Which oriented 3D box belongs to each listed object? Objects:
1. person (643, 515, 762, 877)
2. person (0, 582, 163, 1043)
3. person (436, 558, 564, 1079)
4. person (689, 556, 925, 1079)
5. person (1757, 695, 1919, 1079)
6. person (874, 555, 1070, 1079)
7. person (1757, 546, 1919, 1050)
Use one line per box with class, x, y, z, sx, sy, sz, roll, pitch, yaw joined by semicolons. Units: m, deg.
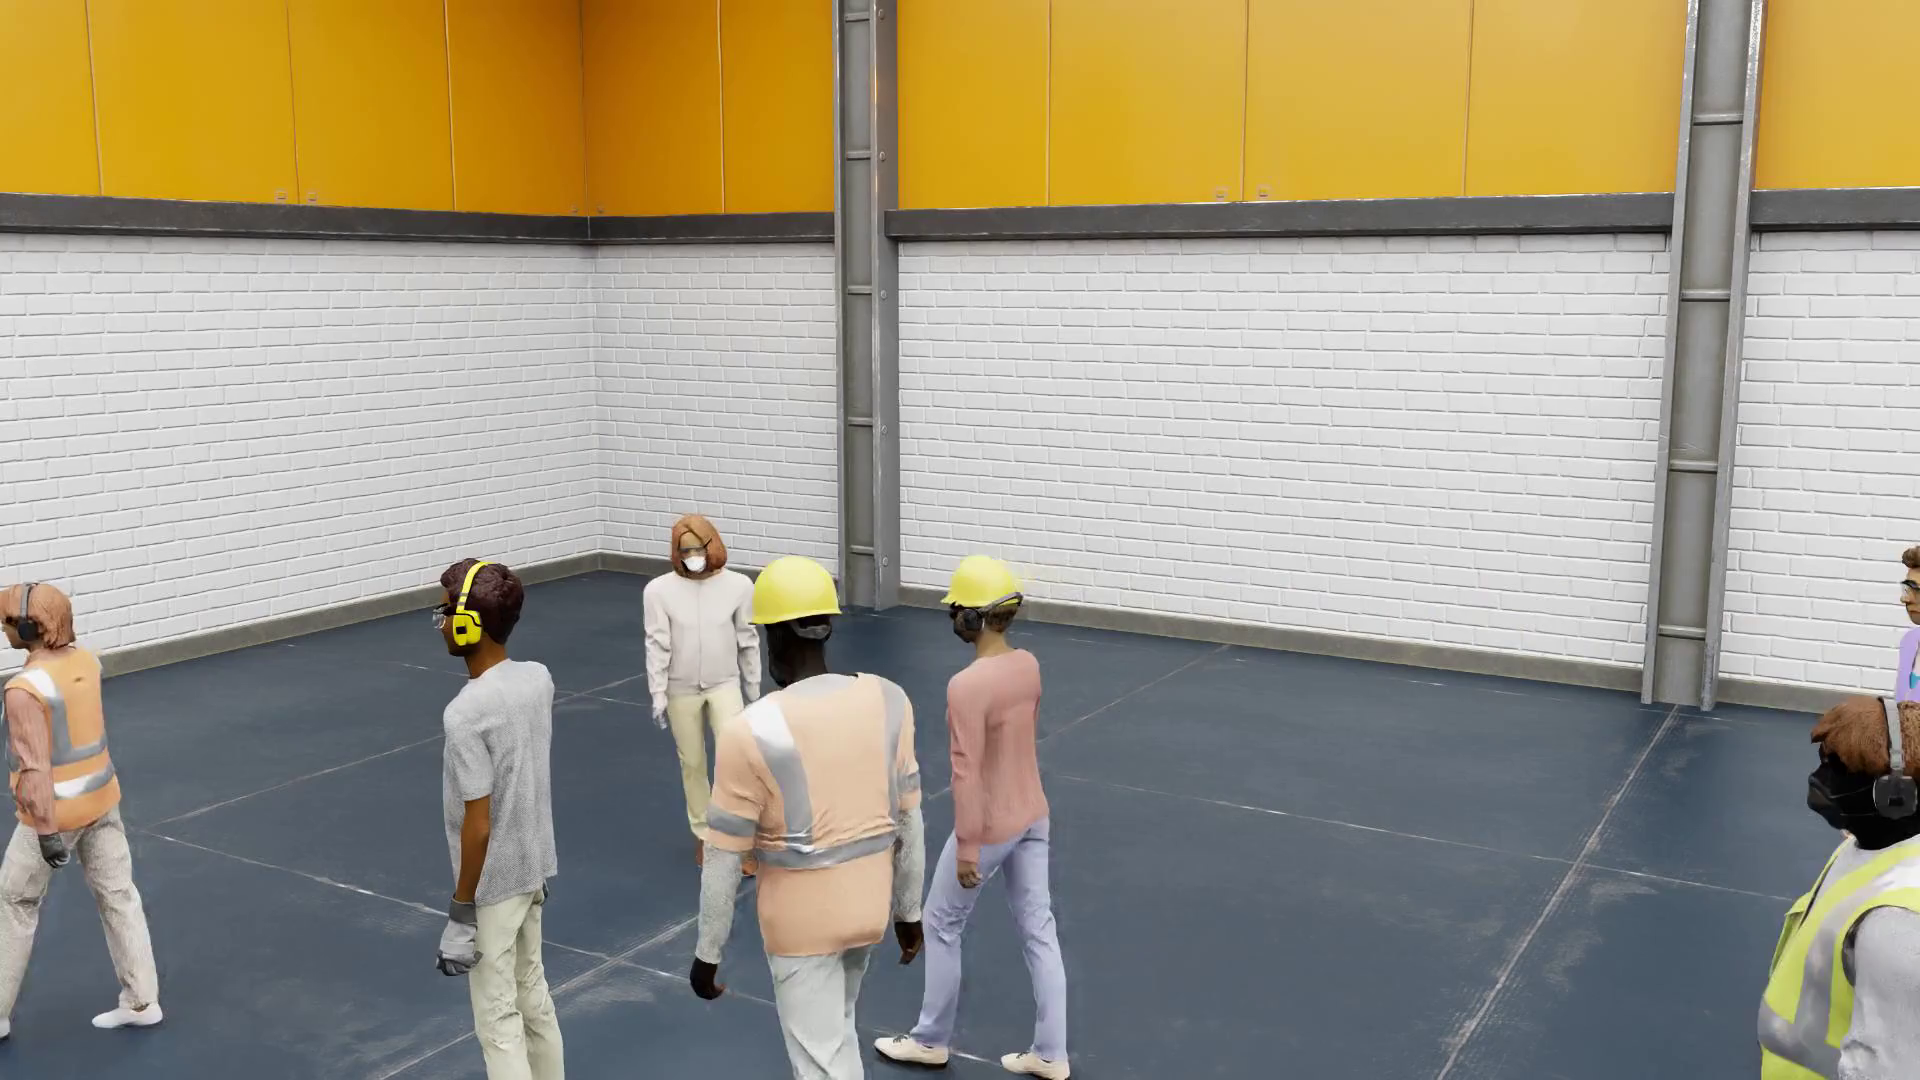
person;-1.116;0.688;7.287;0.510;1.604;0.578;-2;9;-12
person;-3.175;0.938;5.723;0.794;1.607;0.520;1;9;4
person;-1.308;0.975;4.666;0.328;1.872;0.514;1;9;9
person;-0.392;0.997;4.413;0.623;1.897;0.583;-8;12;-43
person;1.810;1.204;3.369;0.500;1.825;0.650;5;10;27
person;0.046;0.913;5.460;0.770;1.734;0.549;6;11;33
person;3.213;0.901;5.417;0.996;1.803;0.582;2;9;9
